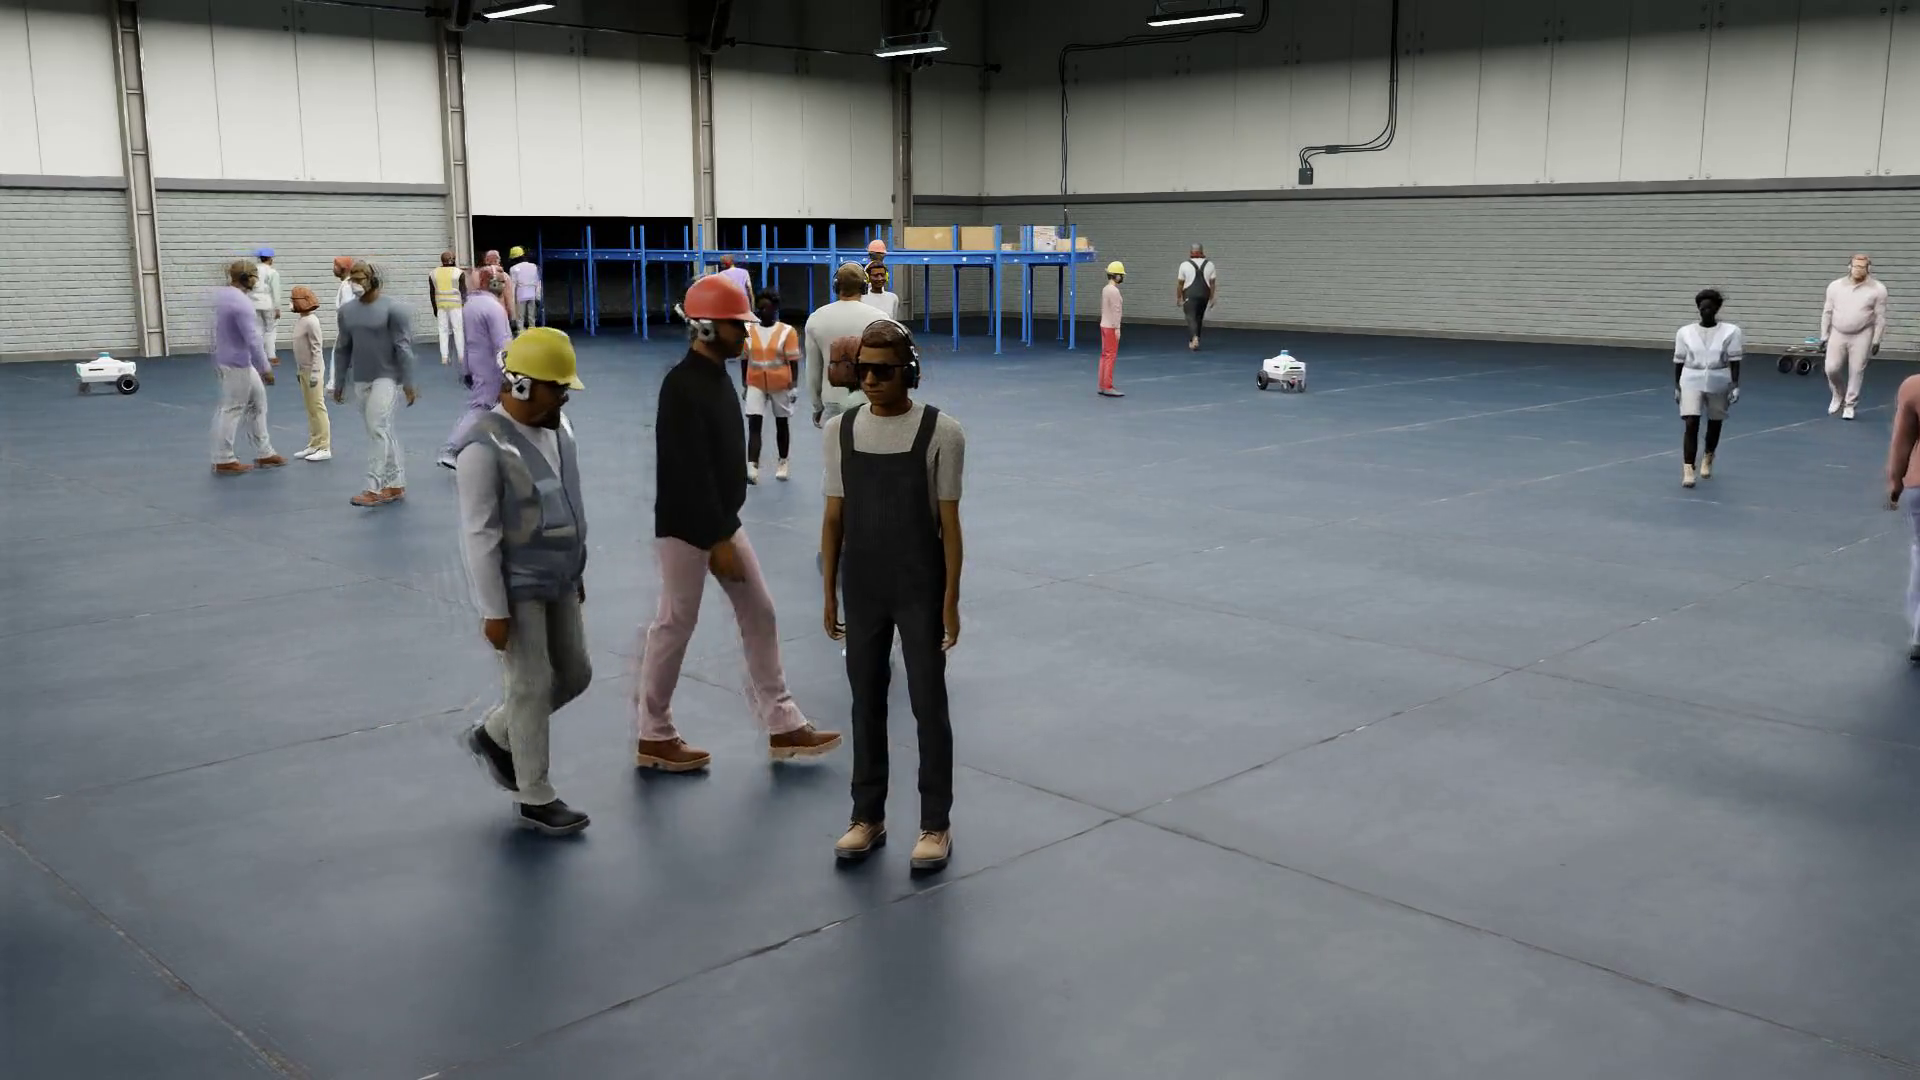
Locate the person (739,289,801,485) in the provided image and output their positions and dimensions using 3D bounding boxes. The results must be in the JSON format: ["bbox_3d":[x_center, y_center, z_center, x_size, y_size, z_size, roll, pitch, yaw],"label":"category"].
[{"bbox_3d":[-1.630,-1.300,14.156,0.550,1.646,0.860,1,10,5],"label":"person"}]

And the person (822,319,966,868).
[{"bbox_3d":[-0.229,0.183,5.586,0.505,1.841,0.331,3,11,17],"label":"person"}]

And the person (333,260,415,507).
[{"bbox_3d":[-4.645,-1.204,12.955,0.647,1.904,0.859,4,11,22],"label":"person"}]

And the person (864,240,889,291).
[{"bbox_3d":[-1.255,-3.444,24.808,0.392,2.039,0.612,0,10,-1],"label":"person"}]

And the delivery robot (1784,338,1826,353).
[{"bbox_3d":[13.069,-3.002,25.603,0.698,0.223,0.335,-2,11,-11],"label":"delivery robot"}]

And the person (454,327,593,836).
[{"bbox_3d":[-1.546,0.150,5.877,0.574,1.800,0.620,3,11,18],"label":"person"}]

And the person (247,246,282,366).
[{"bbox_3d":[-11.322,-3.807,27.063,0.647,1.938,0.547,3,11,18],"label":"person"}]

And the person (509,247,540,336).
[{"bbox_3d":[-8.065,-4.463,30.776,0.382,1.893,0.677,10,14,42],"label":"person"}]

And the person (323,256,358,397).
[{"bbox_3d":[-8.007,-2.814,21.939,0.965,1.843,0.591,-4,11,-23],"label":"person"}]

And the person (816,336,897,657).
[{"bbox_3d":[-0.510,-0.188,8.201,0.366,1.618,0.528,2,11,13],"label":"person"}]

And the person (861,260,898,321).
[{"bbox_3d":[-0.824,-1.818,16.405,0.517,1.874,0.327,-5,11,-25],"label":"person"}]

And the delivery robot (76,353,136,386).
[{"bbox_3d":[-11.485,-2.278,22.365,0.707,0.478,0.477,-6,12,-29],"label":"delivery robot"}]

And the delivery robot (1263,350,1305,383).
[{"bbox_3d":[4.437,-2.351,22.763,0.477,0.478,0.707,-3,11,-14],"label":"delivery robot"}]

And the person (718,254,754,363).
[{"bbox_3d":[-3.691,-3.873,27.820,0.746,1.805,0.382,-3,11,-17],"label":"person"}]

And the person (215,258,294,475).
[{"bbox_3d":[-6.288,-1.541,14.792,0.829,1.902,0.652,-6,12,-31],"label":"person"}]

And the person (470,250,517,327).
[{"bbox_3d":[-6.853,-3.328,24.593,0.685,1.879,0.722,3,11,15],"label":"person"}]

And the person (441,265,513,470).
[{"bbox_3d":[-4.265,-1.543,14.976,0.998,1.857,0.650,-7,13,-34],"label":"person"}]

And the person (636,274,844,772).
[{"bbox_3d":[-0.887,-0.039,6.486,0.938,1.952,0.632,3,11,14],"label":"person"}]

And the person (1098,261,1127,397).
[{"bbox_3d":[2.025,-2.791,22.000,0.326,1.765,0.530,-2,11,-11],"label":"person"}]

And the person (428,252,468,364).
[{"bbox_3d":[-8.436,-3.841,27.527,0.624,1.841,0.430,1,10,5],"label":"person"}]

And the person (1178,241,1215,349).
[{"bbox_3d":[4.402,-4.558,30.998,0.686,2.000,0.923,-2,11,-9],"label":"person"}]

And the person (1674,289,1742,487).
[{"bbox_3d":[6.385,-1.321,14.248,0.528,1.667,0.801,4,11,22],"label":"person"}]

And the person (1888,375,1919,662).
[{"bbox_3d":[4.986,-0.274,8.323,0.711,1.740,0.544,-8,13,-37],"label":"person"}]

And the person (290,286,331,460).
[{"bbox_3d":[-6.168,-1.579,15.748,0.279,1.634,0.497,-8,13,-36],"label":"person"}]

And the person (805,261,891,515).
[{"bbox_3d":[-0.723,-0.902,11.225,0.636,1.938,0.362,3,11,17],"label":"person"}]

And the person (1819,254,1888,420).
[{"bbox_3d":[10.286,-2.343,19.194,0.674,1.892,0.425,8,13,36],"label":"person"}]
